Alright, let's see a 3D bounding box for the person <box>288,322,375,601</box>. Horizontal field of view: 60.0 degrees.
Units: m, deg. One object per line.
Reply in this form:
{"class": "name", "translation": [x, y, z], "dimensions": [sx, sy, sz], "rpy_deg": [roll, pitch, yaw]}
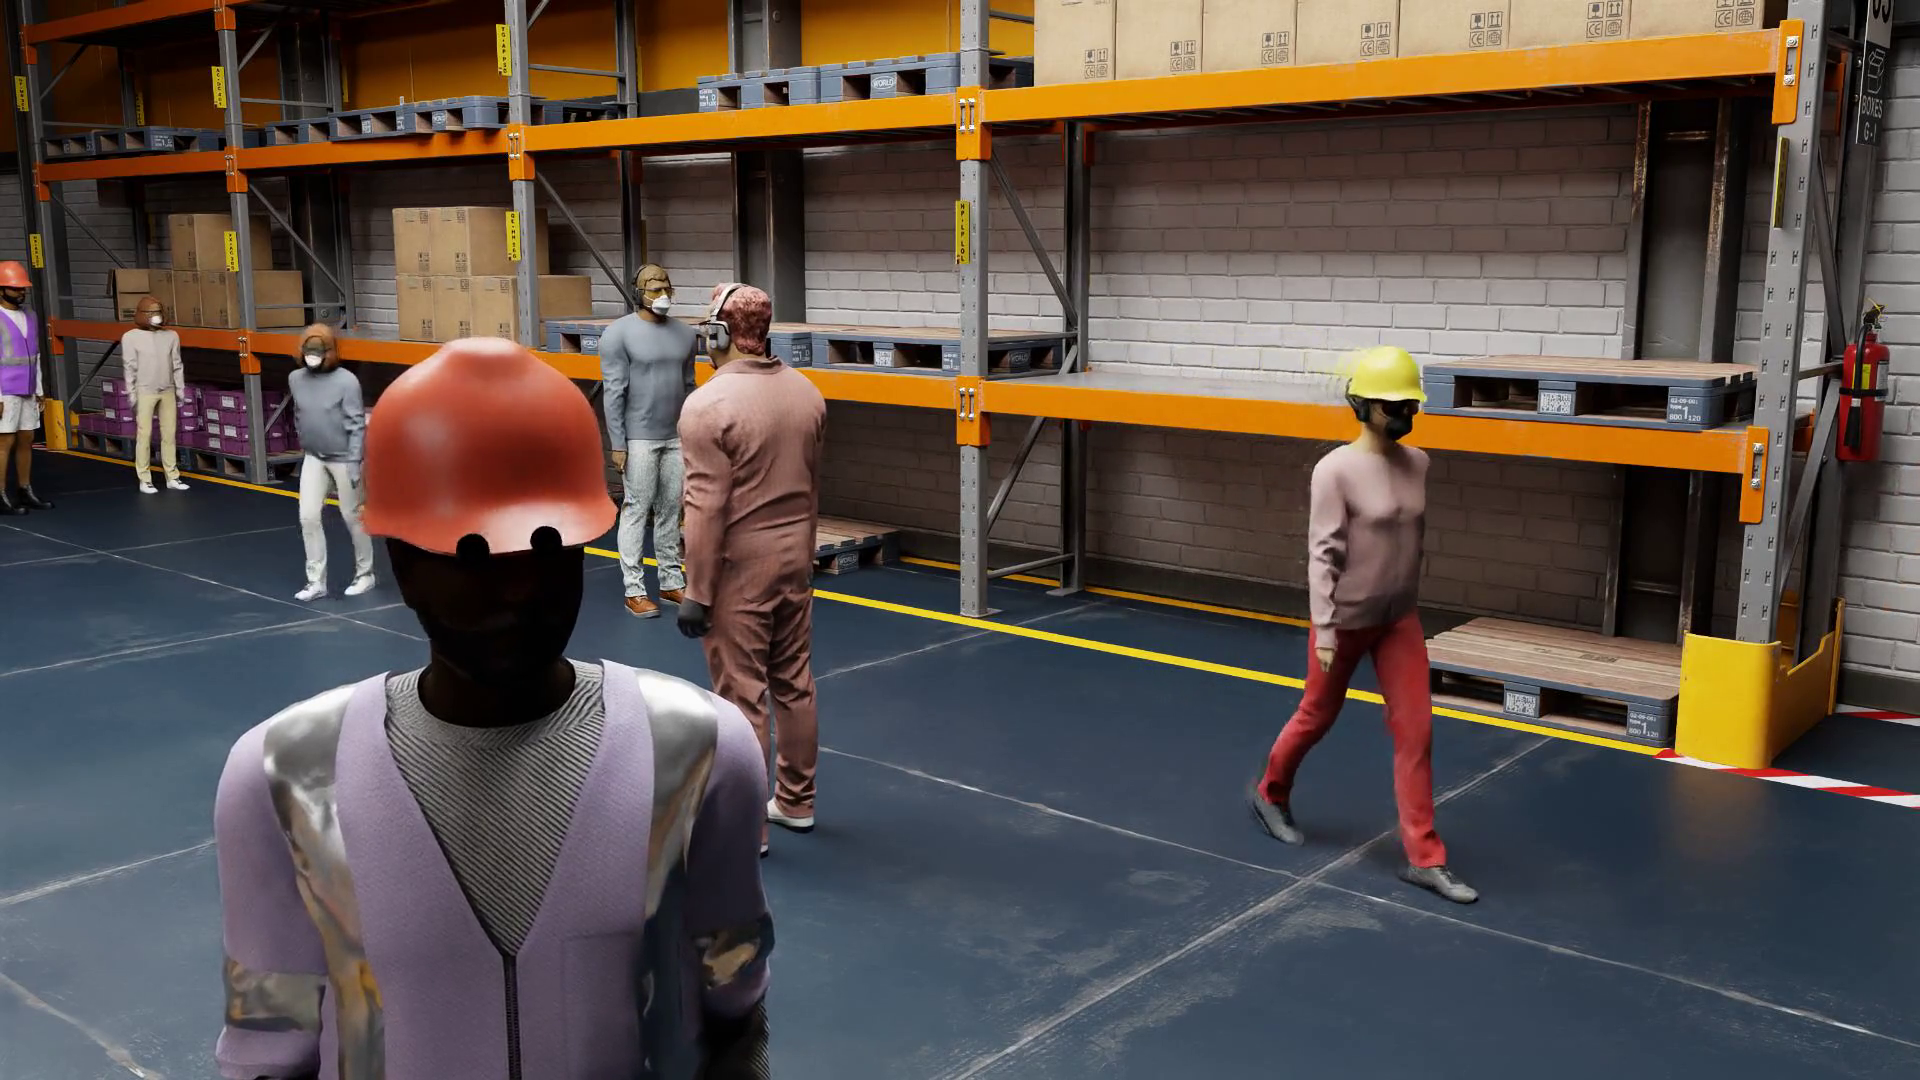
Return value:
{"class": "person", "translation": [-3.598, -0.441, 9.521], "dimensions": [0.516, 1.600, 0.664], "rpy_deg": [3, 10, 14]}

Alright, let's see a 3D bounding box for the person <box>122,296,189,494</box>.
{"class": "person", "translation": [-6.674, -1.202, 13.805], "dimensions": [0.277, 1.628, 0.498], "rpy_deg": [7, 12, 33]}

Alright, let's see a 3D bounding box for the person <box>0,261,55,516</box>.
{"class": "person", "translation": [-7.174, -1.148, 12.671], "dimensions": [0.421, 1.927, 0.548], "rpy_deg": [2, 10, 10]}

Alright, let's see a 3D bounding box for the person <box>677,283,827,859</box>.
{"class": "person", "translation": [-0.721, 0.105, 5.562], "dimensions": [0.401, 1.910, 0.642], "rpy_deg": [6, 12, 33]}

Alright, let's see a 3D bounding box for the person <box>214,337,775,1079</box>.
{"class": "person", "translation": [-0.450, 0.765, 1.712], "dimensions": [0.552, 1.937, 0.359], "rpy_deg": [-3, 10, -16]}

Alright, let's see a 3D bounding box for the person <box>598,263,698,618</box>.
{"class": "person", "translation": [-1.684, -0.551, 9.210], "dimensions": [0.372, 1.940, 0.629], "rpy_deg": [9, 13, 40]}

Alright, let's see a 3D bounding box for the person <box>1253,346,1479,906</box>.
{"class": "person", "translation": [1.286, 0.232, 5.368], "dimensions": [0.540, 1.722, 0.908], "rpy_deg": [-6, 12, -30]}
